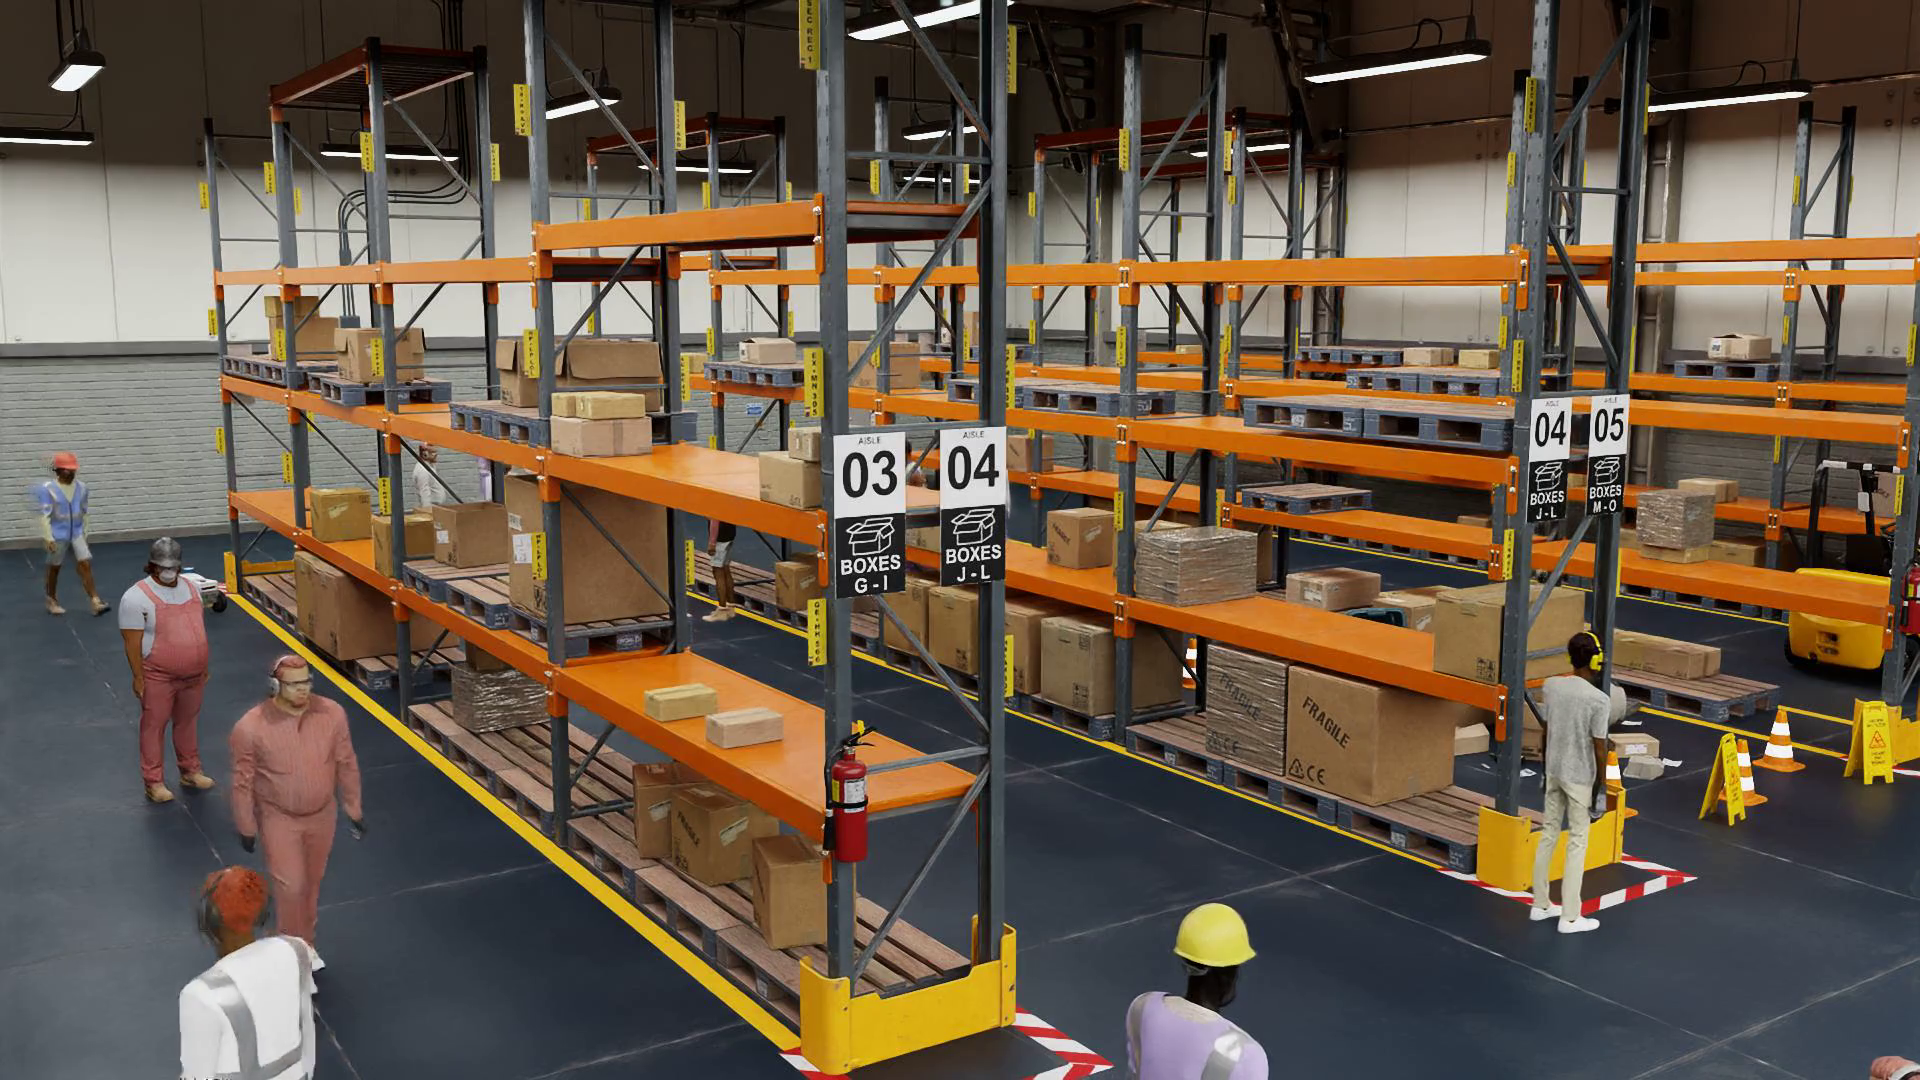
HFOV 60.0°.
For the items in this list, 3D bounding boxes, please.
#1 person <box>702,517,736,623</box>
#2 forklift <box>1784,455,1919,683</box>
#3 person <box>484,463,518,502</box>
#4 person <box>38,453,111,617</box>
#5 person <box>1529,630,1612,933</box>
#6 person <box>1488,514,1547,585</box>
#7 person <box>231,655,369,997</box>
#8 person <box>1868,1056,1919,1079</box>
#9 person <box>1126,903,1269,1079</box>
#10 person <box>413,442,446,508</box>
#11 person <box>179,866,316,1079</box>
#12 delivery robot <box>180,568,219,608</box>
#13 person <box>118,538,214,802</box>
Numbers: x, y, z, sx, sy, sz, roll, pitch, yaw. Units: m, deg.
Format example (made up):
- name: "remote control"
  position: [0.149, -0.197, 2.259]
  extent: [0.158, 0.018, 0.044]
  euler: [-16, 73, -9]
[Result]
- name: "person"
  position: [-2.856, -0.036, 19.668]
  extent: [0.409, 2.028, 0.615]
  euler: [1, 9, 9]
- name: "forklift"
  position: [9.643, 0.253, 17.172]
  extent: [2.313, 2.155, 1.214]
  euler: [-6, 10, -33]
- name: "person"
  position: [-6.032, -0.269, 21.837]
  extent: [0.929, 1.854, 0.587]
  euler: [4, 10, 27]
- name: "person"
  position: [-10.665, -0.051, 19.896]
  extent: [1.067, 1.983, 0.630]
  euler: [6, 10, 34]
- name: "person"
  position: [3.755, 1.473, 10.185]
  extent: [0.341, 1.859, 0.501]
  euler: [-5, 10, -30]
- name: "person"
  position: [7.232, -0.197, 21.476]
  extent: [0.595, 1.800, 0.773]
  euler: [-6, 11, -36]
- name: "person"
  position: [-3.668, 1.580, 9.359]
  extent: [0.797, 1.877, 0.654]
  euler: [8, 12, 43]
- name: "person"
  position: [2.468, 2.307, 4.449]
  extent: [0.652, 1.906, 0.403]
  euler: [-5, 10, -28]
- name: "person"
  position: [0.797, 2.141, 5.537]
  extent: [0.402, 1.917, 0.583]
  euler: [-7, 11, -39]
- name: "person"
  position: [-7.100, -0.374, 22.298]
  extent: [0.403, 1.906, 0.651]
  euler: [-2, 9, -16]
- name: "person"
  position: [-2.549, 2.096, 5.972]
  extent: [0.385, 1.876, 0.626]
  euler: [2, 9, 16]
- name: "delivery robot"
  position: [-9.311, 0.581, 20.109]
  extent: [0.707, 0.478, 0.477]
  euler: [5, 10, 30]
- name: "person"
  position: [-6.073, 0.976, 12.864]
  extent: [0.536, 2.000, 0.688]
  euler: [4, 9, 25]
